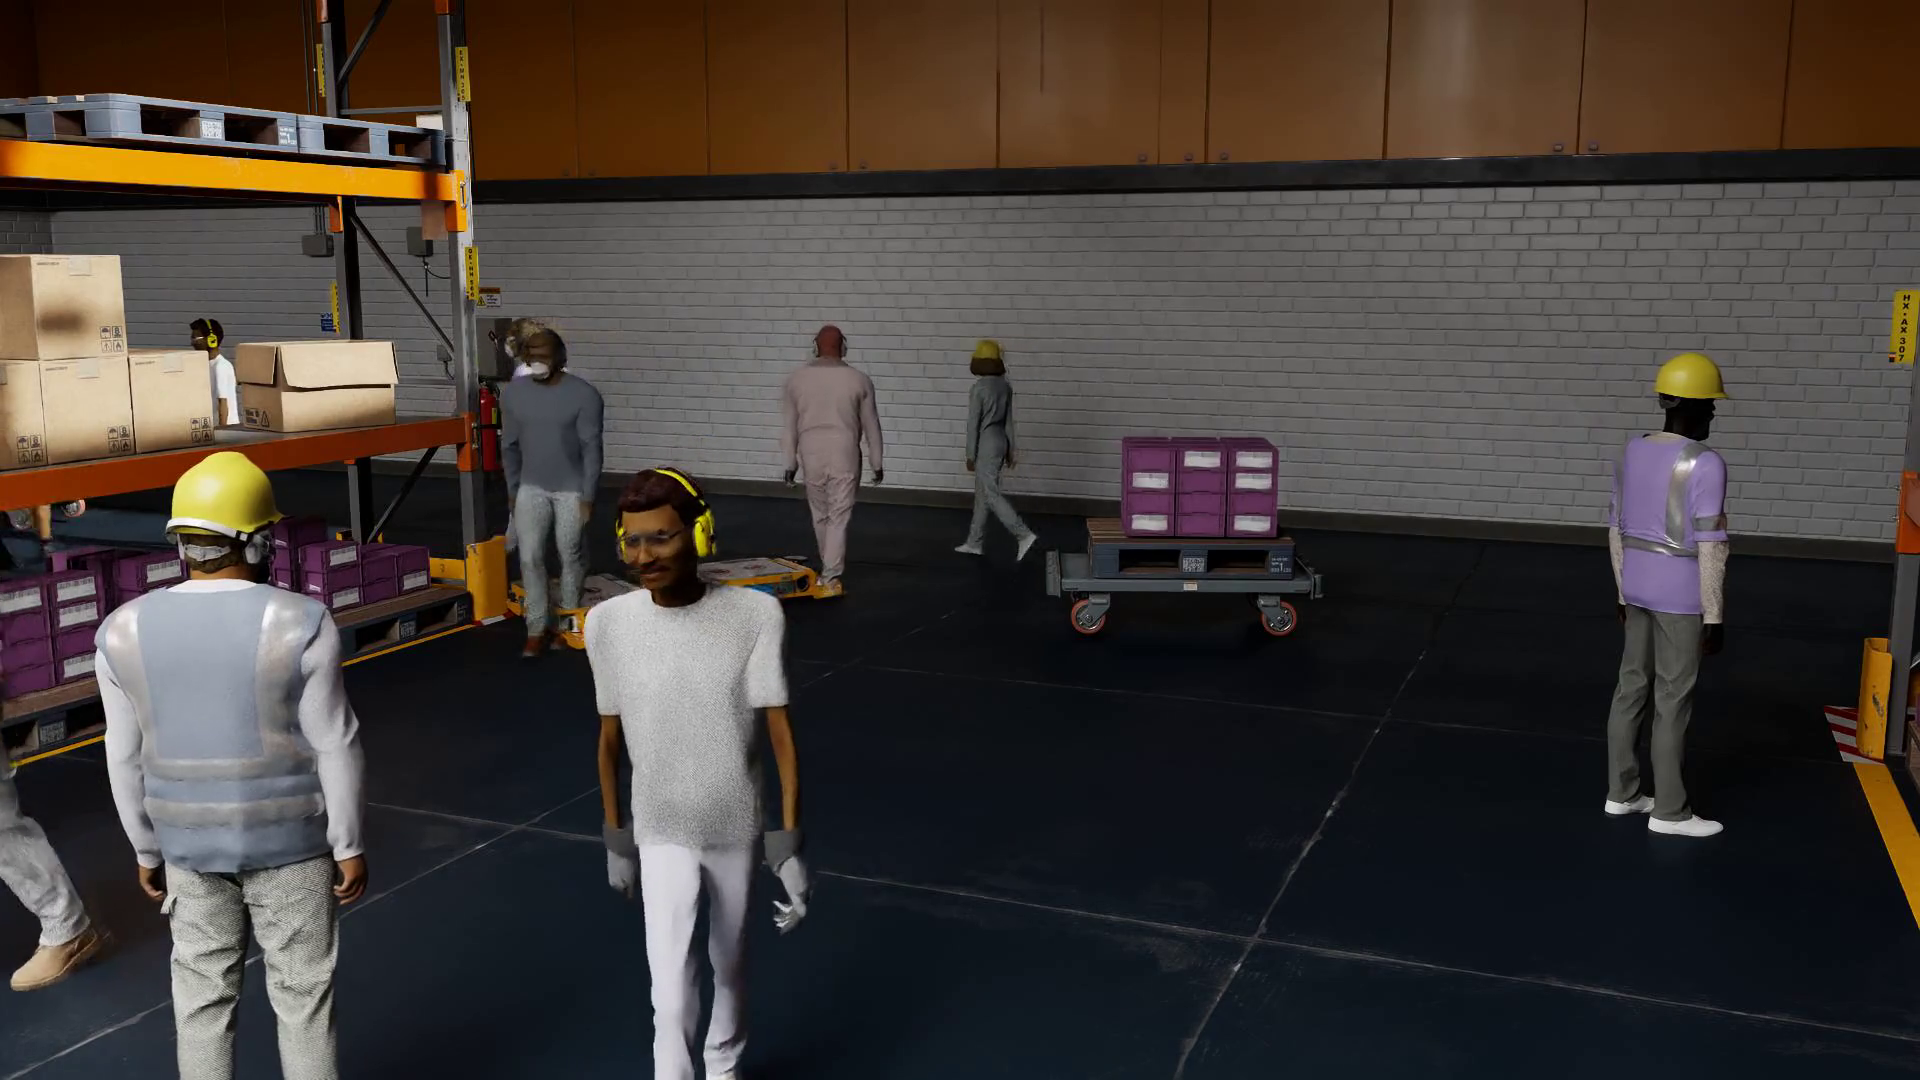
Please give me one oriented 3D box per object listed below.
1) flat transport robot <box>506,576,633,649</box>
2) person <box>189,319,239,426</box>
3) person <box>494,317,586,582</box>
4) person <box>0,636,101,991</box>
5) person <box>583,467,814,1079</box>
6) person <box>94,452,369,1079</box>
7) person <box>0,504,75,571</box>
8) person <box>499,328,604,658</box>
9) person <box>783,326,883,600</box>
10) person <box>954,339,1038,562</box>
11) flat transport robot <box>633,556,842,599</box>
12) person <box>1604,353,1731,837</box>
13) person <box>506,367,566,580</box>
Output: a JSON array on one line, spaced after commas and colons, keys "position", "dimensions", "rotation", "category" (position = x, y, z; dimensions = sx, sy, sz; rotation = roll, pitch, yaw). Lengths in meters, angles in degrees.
[{"position": [-2.317, 0.423, 10.426], "dimensions": [0.652, 0.197, 1.431], "rotation": [-6, 11, -31], "category": "flat transport robot"}, {"position": [-5.804, -0.794, 13.004], "dimensions": [0.316, 1.861, 0.505], "rotation": [-5, 11, -29], "category": "person"}, {"position": [-3.096, -0.605, 11.720], "dimensions": [0.947, 1.894, 0.653], "rotation": [-1, 9, -5], "category": "person"}, {"position": [-3.066, 0.570, 4.956], "dimensions": [0.635, 1.799, 0.955], "rotation": [5, 10, 26], "category": "person"}, {"position": [-0.627, 0.721, 3.994], "dimensions": [0.526, 1.806, 1.031], "rotation": [-1, 9, -7], "category": "person"}, {"position": [-1.708, 0.704, 4.003], "dimensions": [0.586, 1.835, 0.403], "rotation": [0, 9, 0], "category": "person"}, {"position": [-7.086, -0.748, 12.548], "dimensions": [0.567, 1.911, 0.787], "rotation": [3, 10, 16], "category": "person"}, {"position": [-2.372, -0.261, 9.626], "dimensions": [0.640, 1.905, 0.758], "rotation": [0, 9, 2], "category": "person"}, {"position": [-0.860, -0.557, 11.573], "dimensions": [0.659, 1.848, 0.980], "rotation": [2, 10, 15], "category": "person"}, {"position": [0.283, -0.693, 12.850], "dimensions": [0.816, 1.714, 0.491], "rotation": [7, 12, 36], "category": "person"}, {"position": [-1.579, 0.298, 11.188], "dimensions": [1.431, 0.197, 0.652], "rotation": [-6, 11, -31], "category": "flat transport robot"}, {"position": [2.842, 0.219, 6.659], "dimensions": [0.371, 1.927, 0.588], "rotation": [-3, 10, -19], "category": "person"}, {"position": [-2.991, -0.508, 11.629], "dimensions": [0.519, 1.734, 0.597], "rotation": [-2, 10, -14], "category": "person"}]
